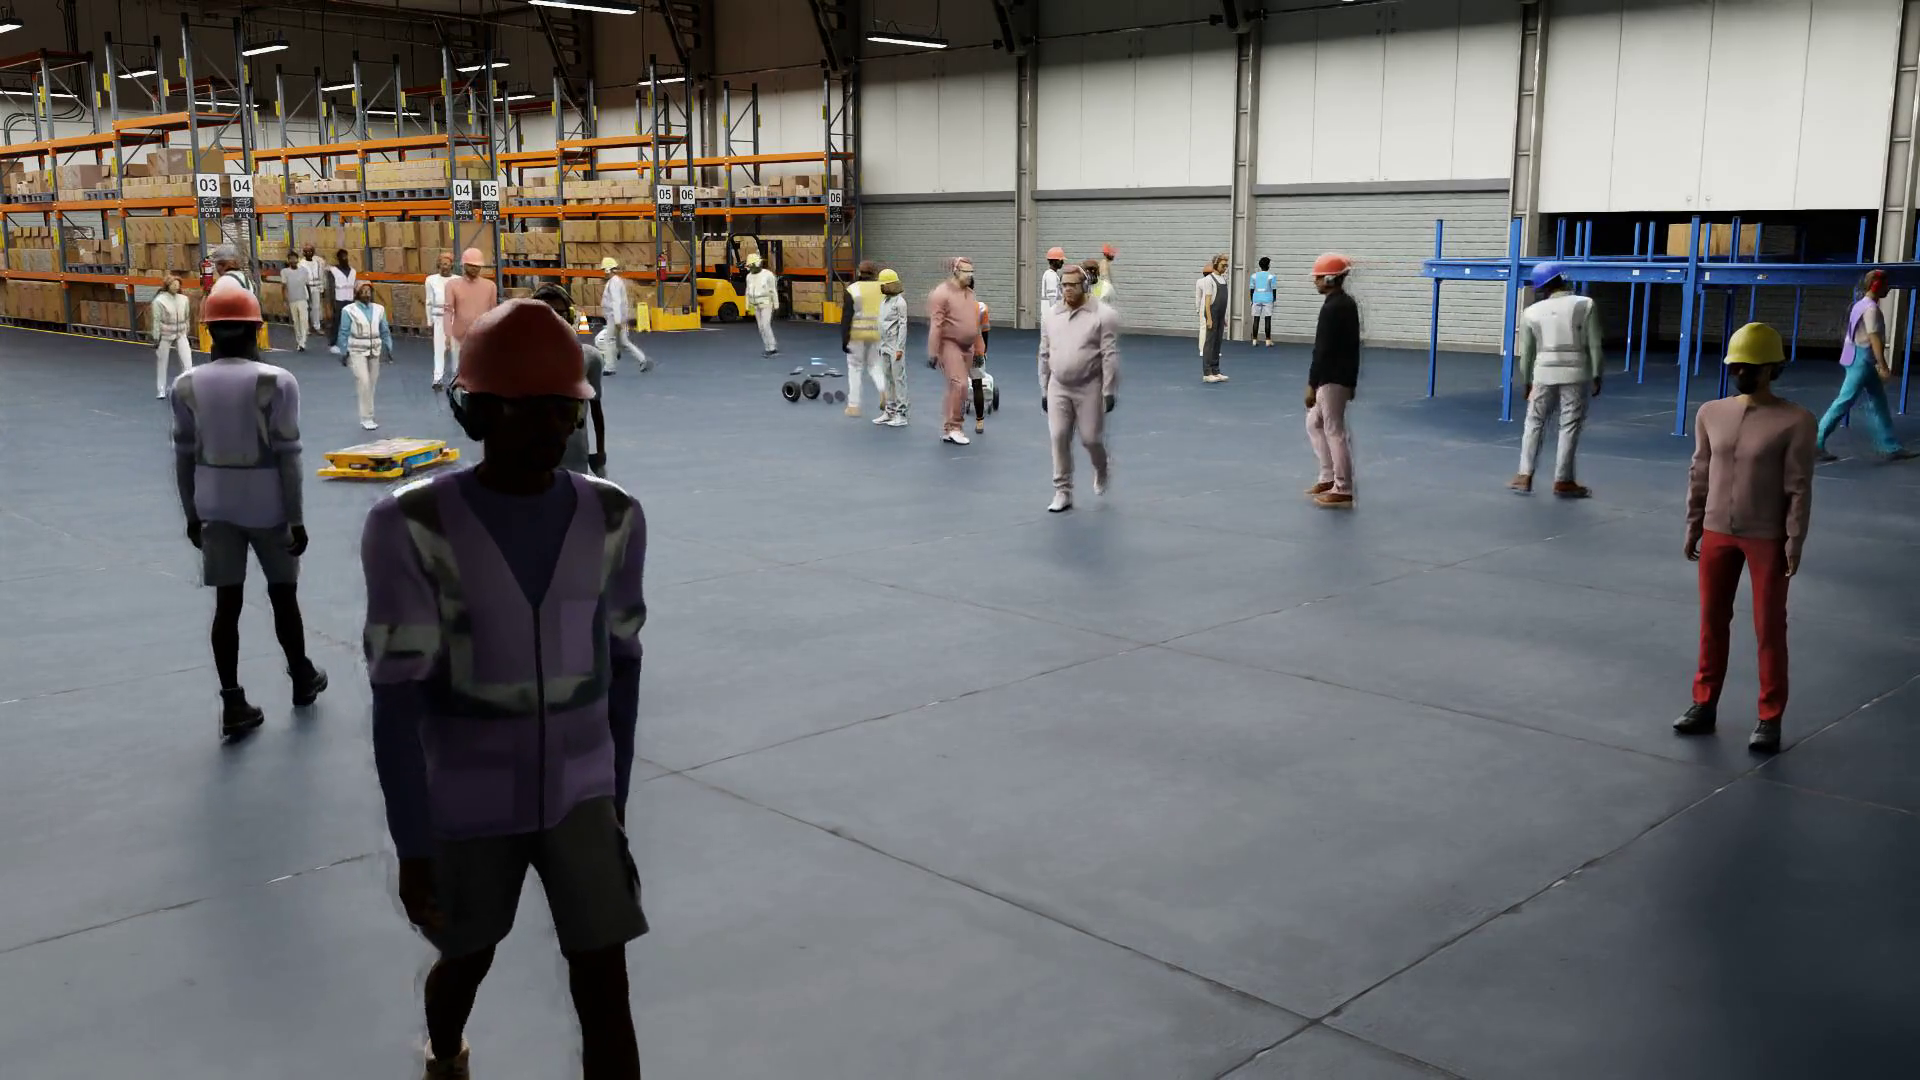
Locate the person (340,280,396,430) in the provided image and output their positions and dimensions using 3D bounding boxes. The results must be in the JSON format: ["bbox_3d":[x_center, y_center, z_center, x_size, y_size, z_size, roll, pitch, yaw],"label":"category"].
[{"bbox_3d":[-6.427,-2.007,18.108,0.620,1.616,0.534,8,13,37],"label":"person"}]

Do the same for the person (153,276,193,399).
[{"bbox_3d":[-10.191,-2.618,21.540,0.725,1.584,0.538,7,12,34],"label":"person"}]

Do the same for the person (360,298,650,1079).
[{"bbox_3d":[-0.929,0.497,3.471,0.612,1.999,1.053,-7,12,-32],"label":"person"}]

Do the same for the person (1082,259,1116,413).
[{"bbox_3d":[1.553,-2.441,19.925,0.627,1.837,0.428,2,11,13],"label":"person"}]

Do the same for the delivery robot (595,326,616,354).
[{"bbox_3d":[-6.136,-3.473,28.881,0.477,0.478,0.707,-1,10,-7],"label":"delivery robot"}]

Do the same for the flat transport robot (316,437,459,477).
[{"bbox_3d":[-5.171,-0.756,15.095,0.652,0.197,1.431,2,11,8],"label":"flat transport robot"}]

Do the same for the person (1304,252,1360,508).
[{"bbox_3d":[2.867,-1.249,13.007,0.602,1.970,0.645,5,12,27],"label":"person"}]

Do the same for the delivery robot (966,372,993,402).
[{"bbox_3d":[0.229,-1.873,20.157,0.477,0.478,0.707,0,10,0],"label":"delivery robot"}]

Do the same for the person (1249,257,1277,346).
[{"bbox_3d":[5.800,-4.557,31.807,0.540,1.698,0.317,5,12,27],"label":"person"}]

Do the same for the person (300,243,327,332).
[{"bbox_3d":[-14.317,-5.570,36.714,0.443,1.924,0.648,9,14,40],"label":"person"}]

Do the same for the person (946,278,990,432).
[{"bbox_3d":[0.061,-1.996,17.860,0.533,1.693,0.319,-3,11,-15],"label":"person"}]

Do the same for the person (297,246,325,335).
[{"bbox_3d":[-13.814,-5.306,35.388,0.341,1.882,0.586,10,14,43],"label":"person"}]

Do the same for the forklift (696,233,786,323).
[{"bbox_3d":[-5.496,-6.489,41.108,2.313,2.155,1.214,-10,14,-44],"label":"forklift"}]

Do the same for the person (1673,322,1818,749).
[{"bbox_3d":[3.263,-0.022,6.930,0.349,1.759,0.522,-8,13,-37],"label":"person"}]

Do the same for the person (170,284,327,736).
[{"bbox_3d":[-3.087,-0.151,7.227,0.567,1.899,0.817,-1,10,-3],"label":"person"}]

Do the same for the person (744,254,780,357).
[{"bbox_3d":[-3.448,-4.064,28.885,0.623,1.787,0.531,8,13,36],"label":"person"}]

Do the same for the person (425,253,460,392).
[{"bbox_3d":[-6.946,-2.938,22.530,0.608,1.858,0.790,-1,10,-7],"label":"person"}]

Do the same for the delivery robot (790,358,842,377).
[{"bbox_3d":[-1.853,-2.220,21.341,0.698,0.223,0.335,6,12,31],"label":"delivery robot"}]

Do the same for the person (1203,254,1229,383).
[{"bbox_3d":[3.719,-3.216,24.108,0.346,1.844,0.507,8,13,36],"label":"person"}]

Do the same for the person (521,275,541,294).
[{"bbox_3d":[-12.336,-7.600,47.789,0.637,1.921,0.754,-6,12,-30],"label":"person"}]

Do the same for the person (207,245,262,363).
[{"bbox_3d":[-8.741,-2.506,19.811,1.041,2.000,0.695,1,10,6],"label":"person"}]

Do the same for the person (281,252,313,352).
[{"bbox_3d":[-12.141,-4.358,30.454,0.484,1.800,0.999,-3,11,-15],"label":"person"}]

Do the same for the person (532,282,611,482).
[{"bbox_3d":[-2.078,-0.393,8.637,0.520,1.873,0.335,-3,11,-14],"label":"person"}]

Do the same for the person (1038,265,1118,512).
[{"bbox_3d":[0.928,-1.189,12.941,0.656,1.887,0.664,4,11,22],"label":"person"}]

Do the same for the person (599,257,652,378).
[{"bbox_3d":[-5.058,-3.335,24.906,0.779,1.797,0.622,-1,10,-3],"label":"person"}]

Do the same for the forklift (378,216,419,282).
[{"bbox_3d":[-17.868,-9.201,54.028,1.873,2.768,1.129,-10,14,-44],"label":"forklift"}]

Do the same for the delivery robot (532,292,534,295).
[{"bbox_3d":[-11.913,-6.663,46.275,0.707,0.478,0.477,7,13,36],"label":"delivery robot"}]

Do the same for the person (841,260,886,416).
[{"bbox_3d":[-1.084,-2.370,19.549,0.668,1.820,0.601,-5,12,-26],"label":"person"}]

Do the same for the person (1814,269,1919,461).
[{"bbox_3d":[8.511,-1.635,15.614,0.974,1.797,0.568,5,12,27],"label":"person"}]

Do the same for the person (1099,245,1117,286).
[{"bbox_3d":[3.064,-5.162,34.578,0.409,1.903,0.674,2,11,9],"label":"person"}]

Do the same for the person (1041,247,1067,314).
[{"bbox_3d":[1.386,-3.347,24.559,0.377,1.936,0.549,0,10,-1],"label":"person"}]

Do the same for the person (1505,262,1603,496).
[{"bbox_3d":[4.858,-1.302,13.555,0.715,1.895,0.399,7,13,34],"label":"person"}]

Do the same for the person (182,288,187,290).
[{"bbox_3d":[-21.732,-7.259,46.036,0.551,1.875,1.024,5,11,23],"label":"person"}]

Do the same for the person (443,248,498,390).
[{"bbox_3d":[-5.546,-2.321,18.919,0.633,1.945,0.977,-4,11,-20],"label":"person"}]

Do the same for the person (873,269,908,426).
[{"bbox_3d":[-0.780,-2.151,18.594,0.311,1.735,0.484,-6,12,-31],"label":"person"}]

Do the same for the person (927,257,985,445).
[{"bbox_3d":[0.035,-1.902,16.811,0.650,1.882,0.666,8,13,37],"label":"person"}]

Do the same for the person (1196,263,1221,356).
[{"bbox_3d":[4.371,-4.030,29.117,0.498,1.633,0.285,5,11,24],"label":"person"}]

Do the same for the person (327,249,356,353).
[{"bbox_3d":[-11.048,-4.266,29.798,1.033,1.868,0.604,7,13,34],"label":"person"}]
